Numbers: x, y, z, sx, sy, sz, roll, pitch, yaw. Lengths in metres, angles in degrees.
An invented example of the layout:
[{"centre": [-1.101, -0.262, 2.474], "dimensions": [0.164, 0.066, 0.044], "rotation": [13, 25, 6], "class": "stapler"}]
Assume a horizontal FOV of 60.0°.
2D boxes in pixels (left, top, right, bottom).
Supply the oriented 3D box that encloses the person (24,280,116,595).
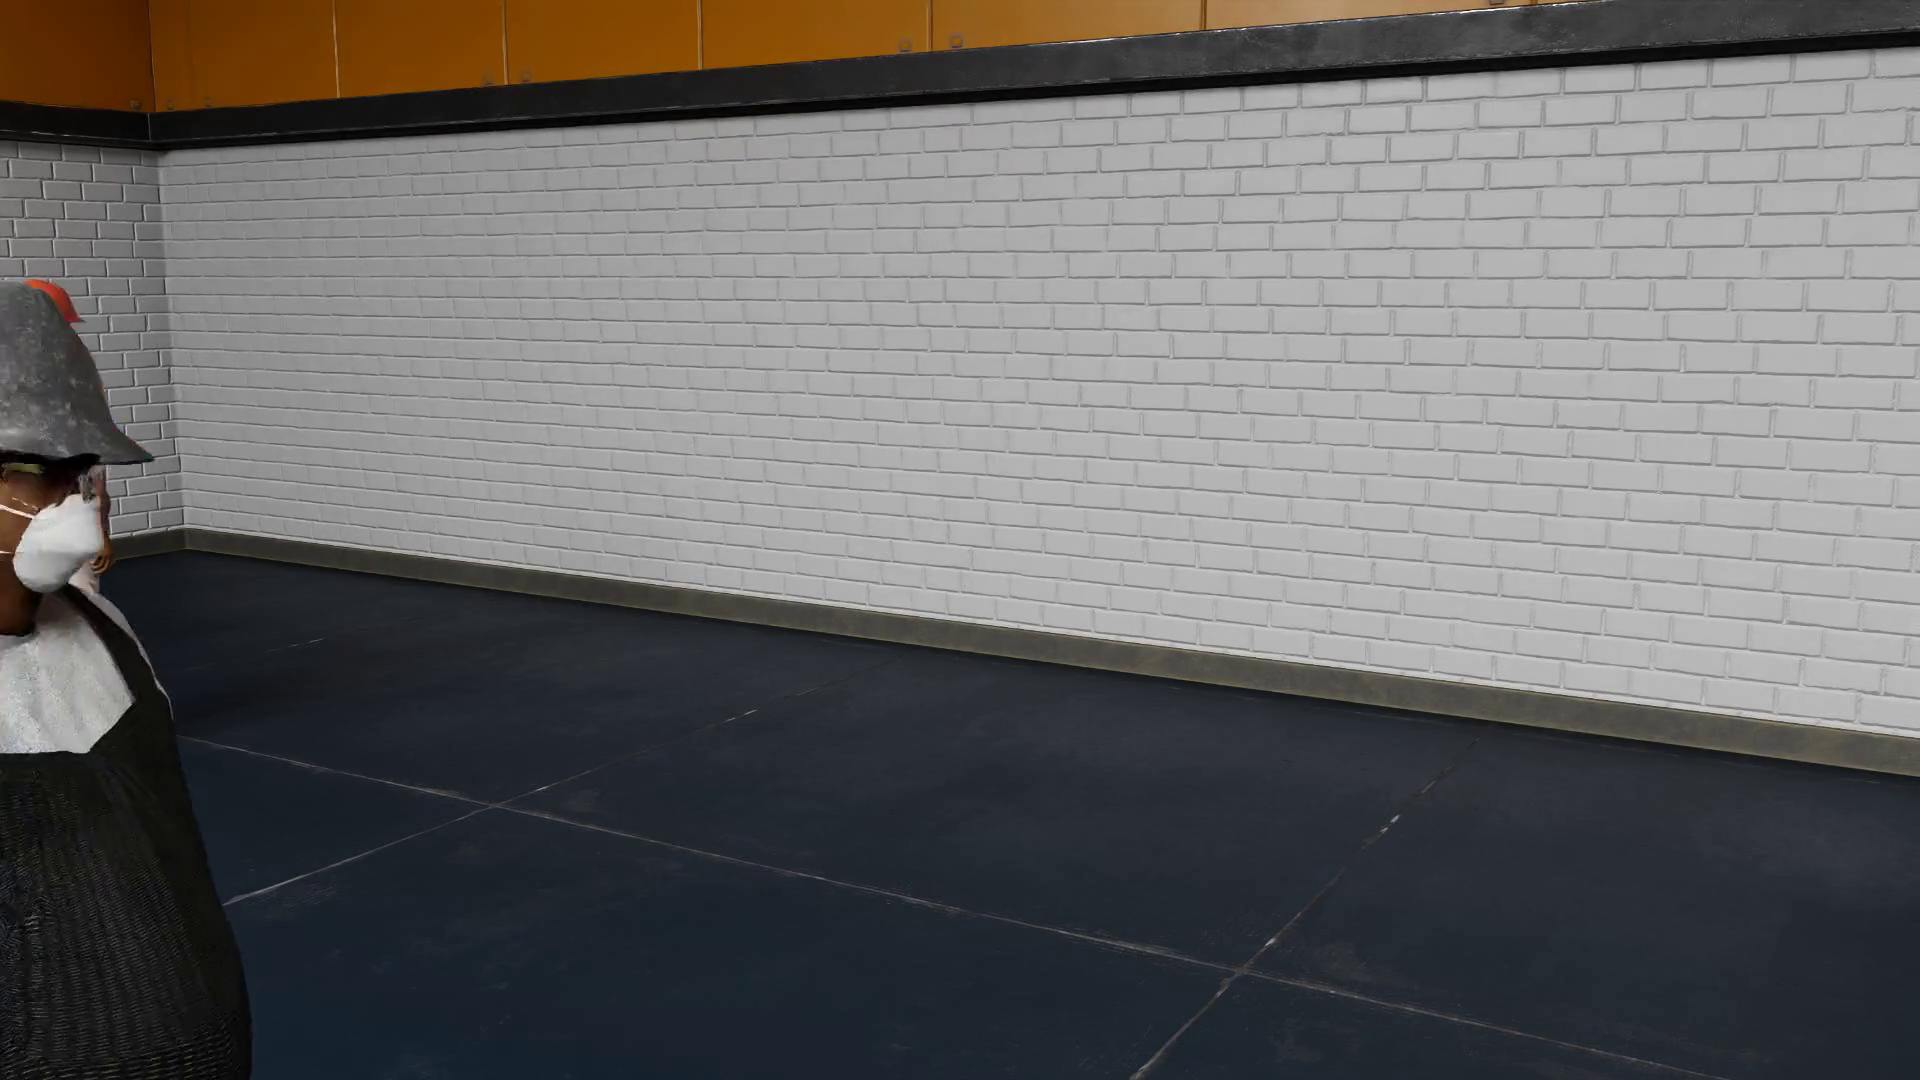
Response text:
[{"centre": [-3.744, -0.067, 6.878], "dimensions": [0.622, 1.993, 0.381], "rotation": [4, 10, 22], "class": "person"}]
